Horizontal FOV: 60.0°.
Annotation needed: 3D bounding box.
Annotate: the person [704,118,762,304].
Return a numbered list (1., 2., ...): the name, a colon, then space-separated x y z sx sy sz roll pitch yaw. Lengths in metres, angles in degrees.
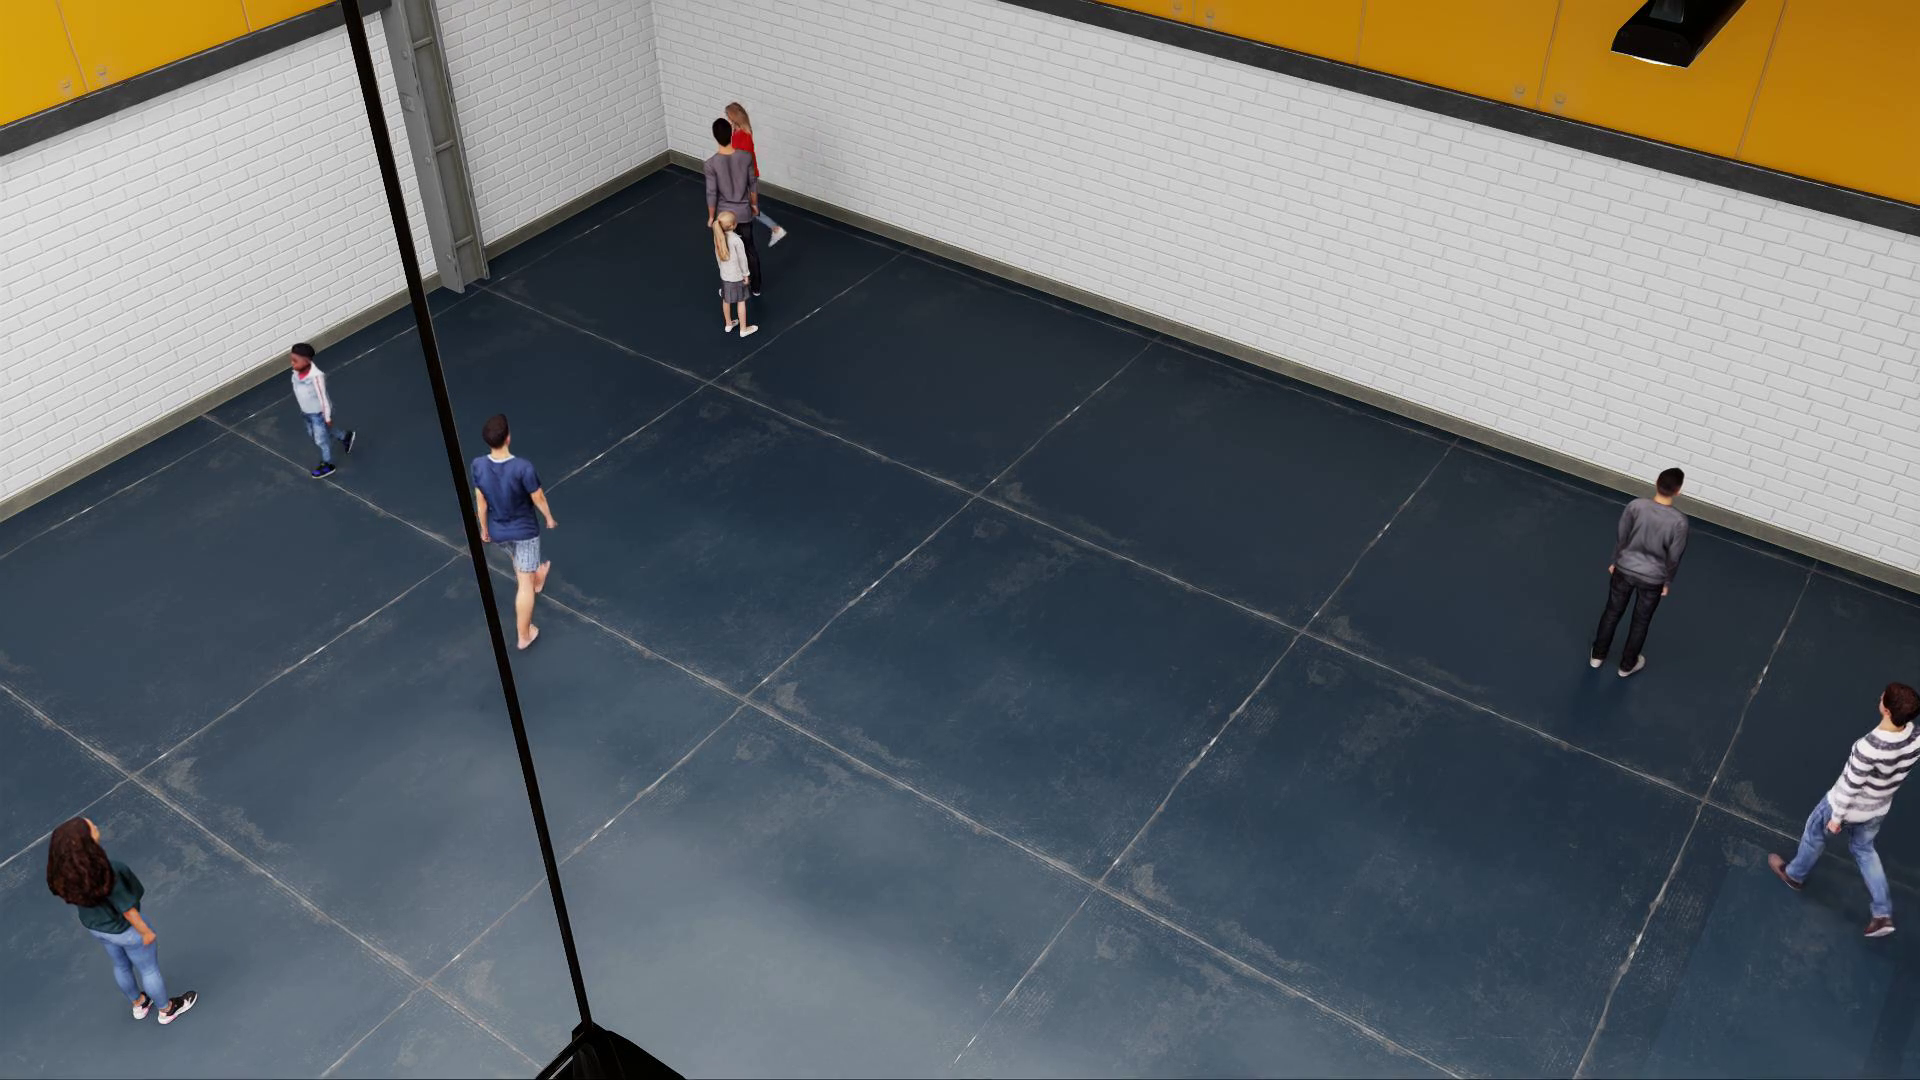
1. person: -2.180 -3.160 15.985 0.643 1.850 0.805 -20 43 -23

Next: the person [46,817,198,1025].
1. person: -4.813 2.180 9.485 0.665 1.617 0.676 12 40 15

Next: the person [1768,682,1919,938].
1. person: 5.480 1.640 9.993 1.118 1.827 1.135 -10 40 -12

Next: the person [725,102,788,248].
1. person: -2.070 -3.576 16.633 1.008 1.691 0.920 -11 40 -13

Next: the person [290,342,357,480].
1. person: -5.352 -1.136 13.929 0.509 1.253 0.734 27 46 30

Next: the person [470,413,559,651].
1. person: -3.260 -0.019 12.098 1.018 1.792 1.265 4 39 5

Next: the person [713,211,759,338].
1. person: -2.138 -2.522 15.646 0.509 1.275 0.517 22 43 25

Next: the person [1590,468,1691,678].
1. person: 4.841 0.225 11.818 0.614 1.760 0.519 25 45 28
